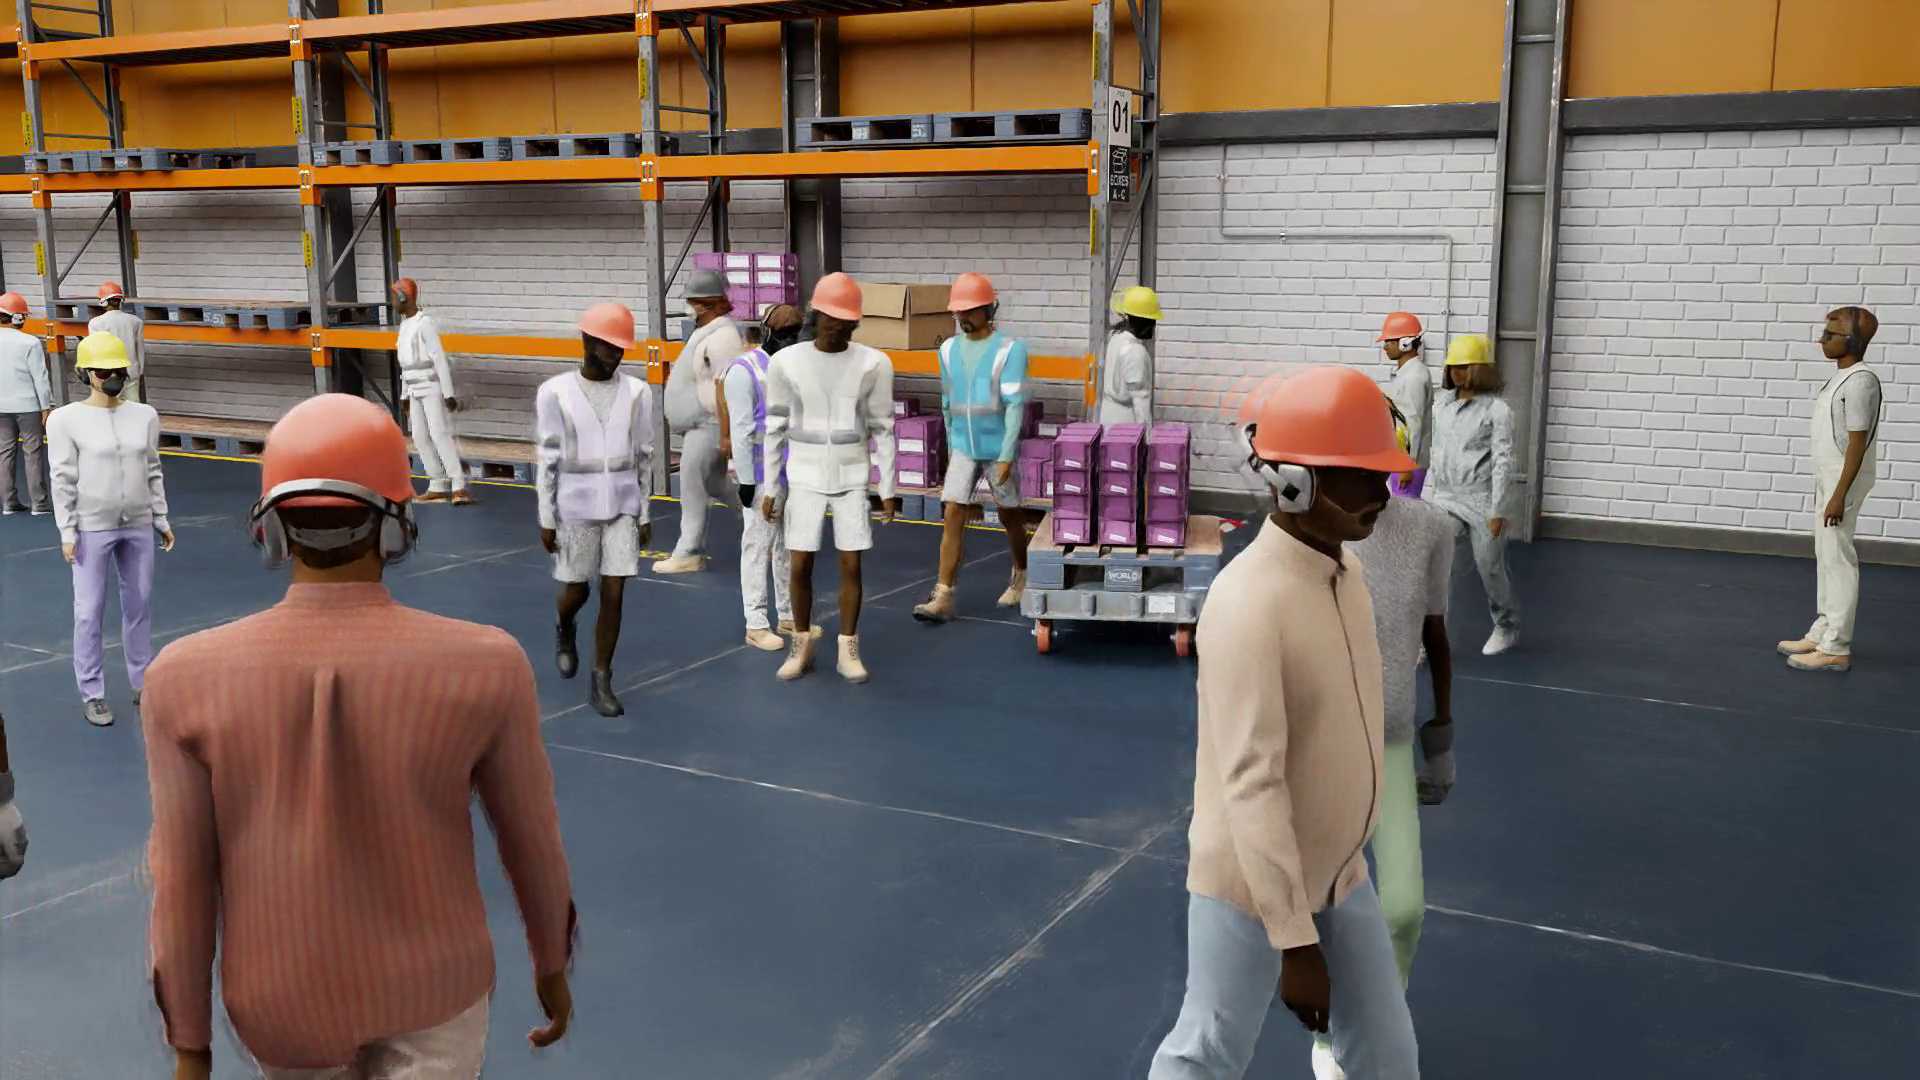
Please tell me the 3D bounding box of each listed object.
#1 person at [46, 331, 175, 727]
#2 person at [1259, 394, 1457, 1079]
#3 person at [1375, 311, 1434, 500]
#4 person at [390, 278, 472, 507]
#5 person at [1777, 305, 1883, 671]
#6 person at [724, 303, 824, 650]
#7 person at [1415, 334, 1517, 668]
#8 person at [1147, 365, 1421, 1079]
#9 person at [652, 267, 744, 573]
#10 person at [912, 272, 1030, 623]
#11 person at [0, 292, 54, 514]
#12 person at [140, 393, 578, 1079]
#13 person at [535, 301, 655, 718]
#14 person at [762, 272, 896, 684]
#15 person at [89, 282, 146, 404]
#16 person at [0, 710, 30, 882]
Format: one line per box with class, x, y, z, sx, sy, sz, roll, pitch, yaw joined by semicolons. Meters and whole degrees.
person;-3.829;-0.058;7.541;0.318;1.769;0.522;7;12;32
person;0.999;0.528;4.124;0.551;1.842;0.395;0;10;0
person;2.676;-0.510;10.100;0.360;1.740;0.570;1;10;7
person;-4.308;-1.198;13.557;0.437;1.855;0.719;-9;14;-41
person;4.433;-0.259;8.428;0.345;1.847;0.508;3;11;18
person;-0.963;-0.345;8.931;0.430;1.838;0.619;7;13;36
person;2.613;-0.205;8.527;0.878;1.701;0.497;-9;14;-40
person;0.705;0.649;3.166;0.972;1.942;0.627;8;13;36
person;-1.597;-0.812;10.923;0.819;2.000;0.689;-2;11;-13
person;0.118;-0.526;9.540;0.612;1.991;1.045;6;12;29
person;-7.433;-1.075;13.150;0.575;1.749;0.336;2;10;8
person;-0.968;0.729;2.767;0.644;1.942;1.044;-2;11;-10
person;-1.706;-0.160;7.743;0.547;1.904;0.638;-5;12;-27
person;-0.631;-0.282;8.072;0.646;2.020;0.496;-1;10;-5
person;-8.208;-1.632;16.205;0.329;1.751;0.571;5;12;27
person;-2.440;0.579;3.664;1.028;1.916;0.614;9;13;39
